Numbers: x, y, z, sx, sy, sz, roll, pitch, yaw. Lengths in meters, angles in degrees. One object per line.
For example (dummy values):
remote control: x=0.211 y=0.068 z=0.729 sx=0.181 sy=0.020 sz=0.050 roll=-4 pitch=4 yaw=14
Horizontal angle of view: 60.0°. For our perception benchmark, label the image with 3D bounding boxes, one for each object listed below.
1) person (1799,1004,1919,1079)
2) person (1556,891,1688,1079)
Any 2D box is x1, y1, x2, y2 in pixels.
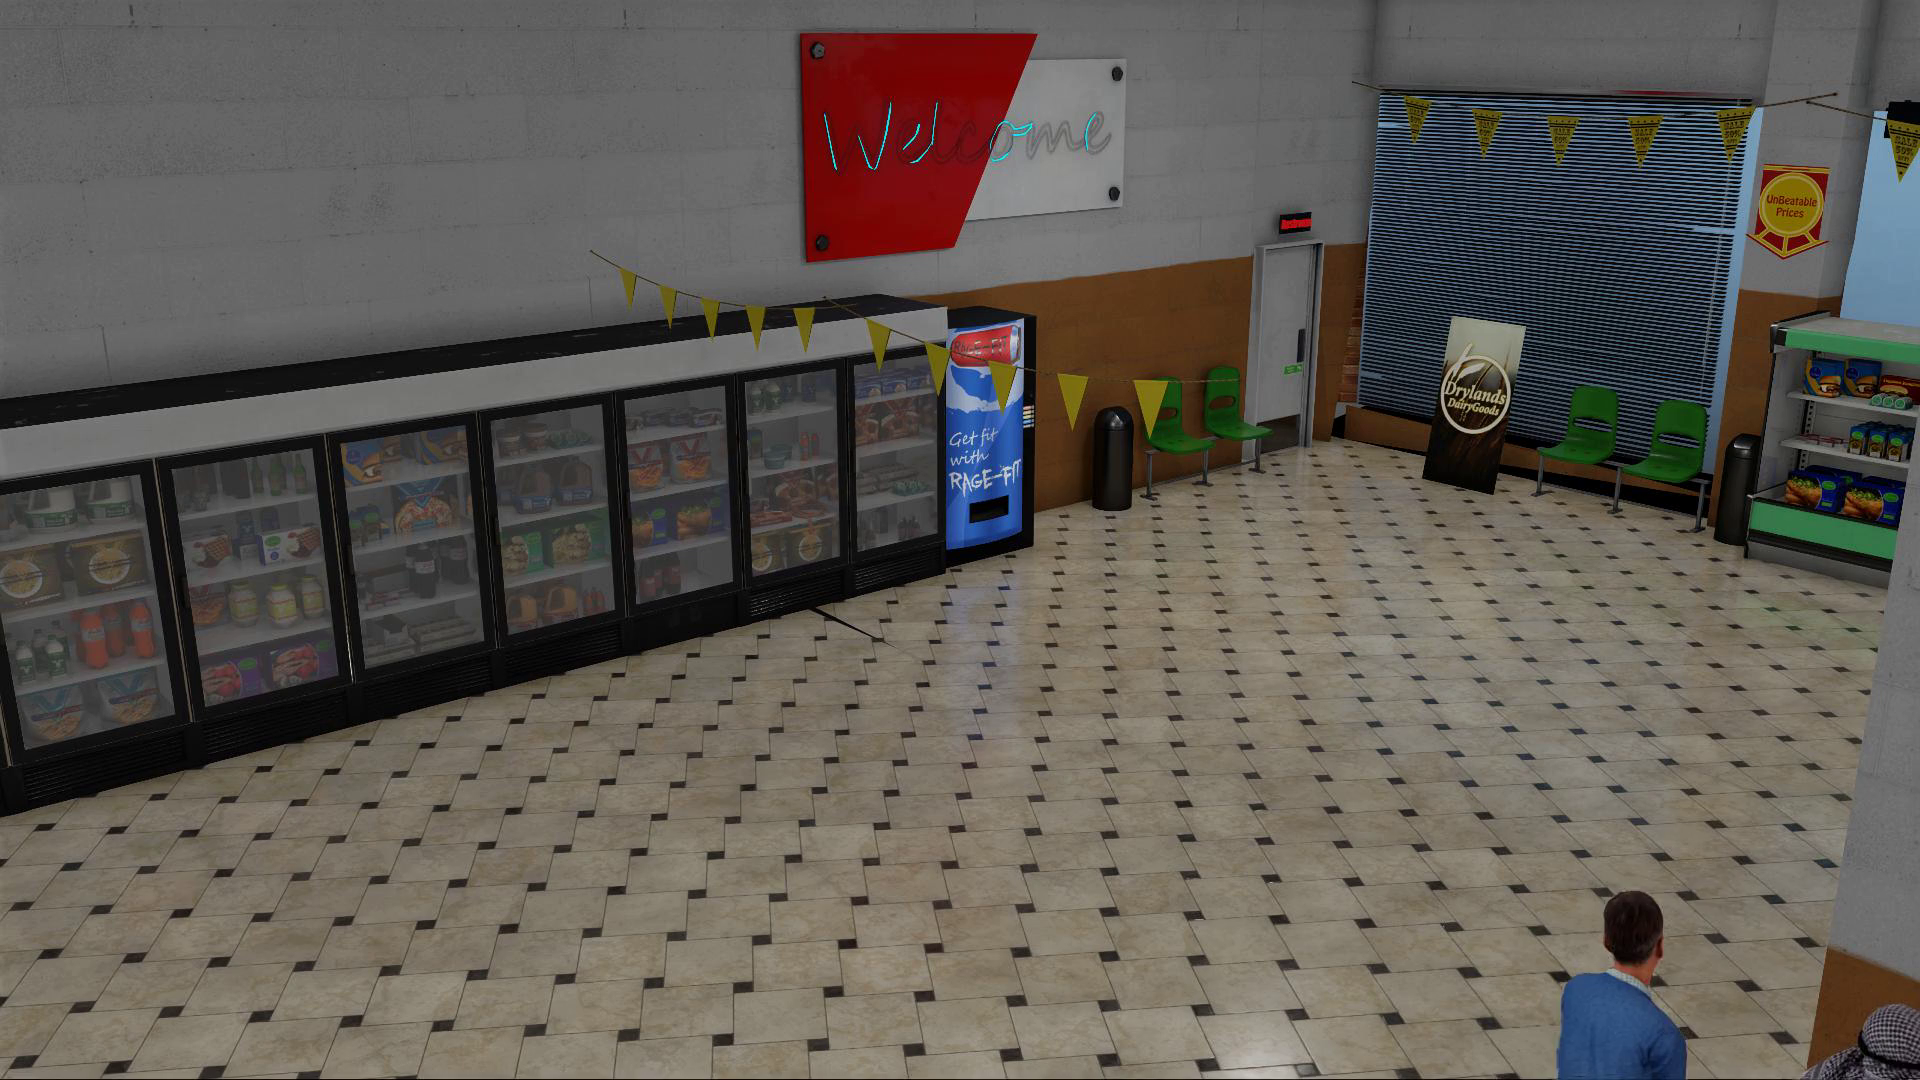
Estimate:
person: x=2.404 y=2.167 z=4.790 sx=0.972 sy=1.909 sz=0.912 roll=-2 pitch=17 yaw=-7
person: x=2.063 y=2.039 z=5.428 sx=0.808 sy=1.784 sz=0.663 roll=-6 pitch=18 yaw=-19
